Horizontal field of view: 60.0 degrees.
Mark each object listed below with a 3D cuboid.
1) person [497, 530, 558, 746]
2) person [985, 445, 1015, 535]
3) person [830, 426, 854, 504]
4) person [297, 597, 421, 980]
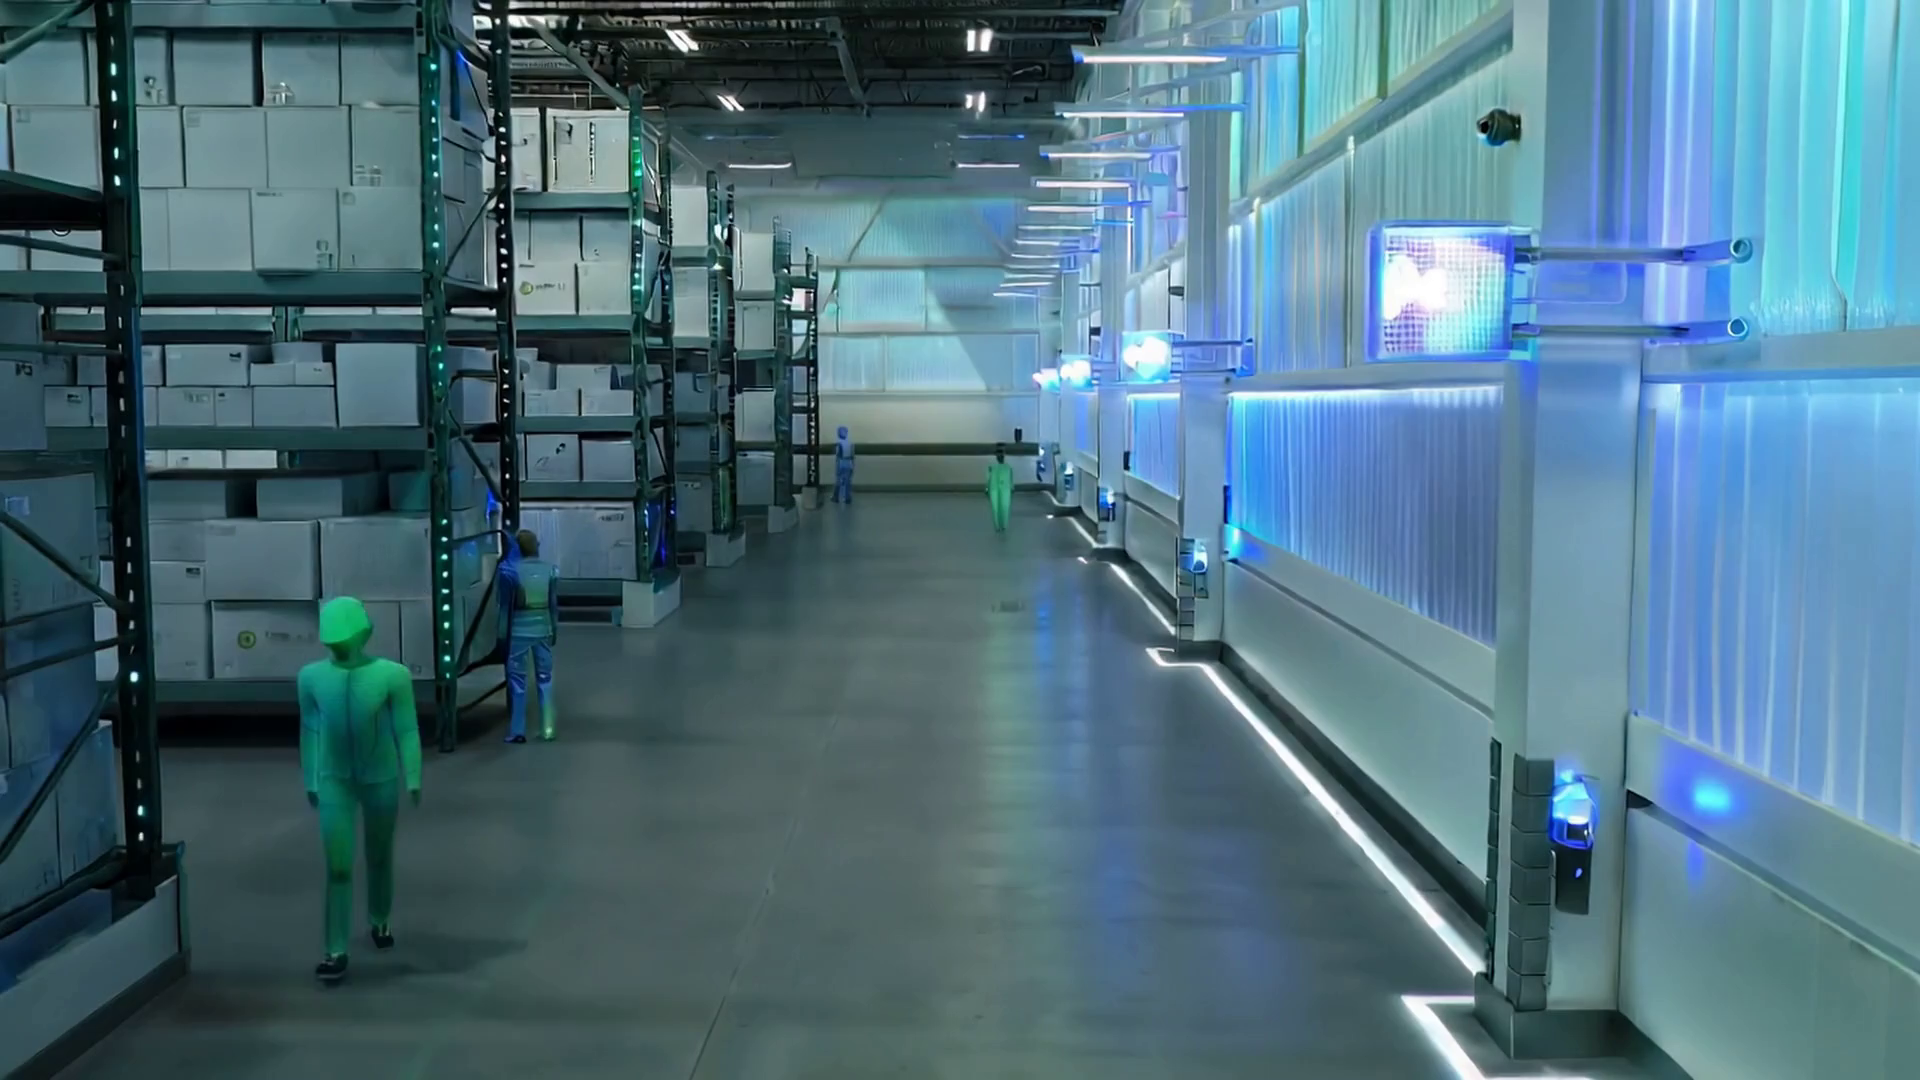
[{"bbox_3d":[-3.251,0.735,12.550,0.318,1.631,0.518,4,7,41],"label":"person"},{"bbox_3d":[0.771,-0.955,31.808,0.590,1.697,0.911,0,5,-5],"label":"person"},{"bbox_3d":[-2.912,-1.847,41.042,0.563,1.904,0.827,-3,6,-30],"label":"person"},{"bbox_3d":[-2.743,1.112,7.602,0.555,1.706,0.896,-1,5,-12],"label":"person"}]
